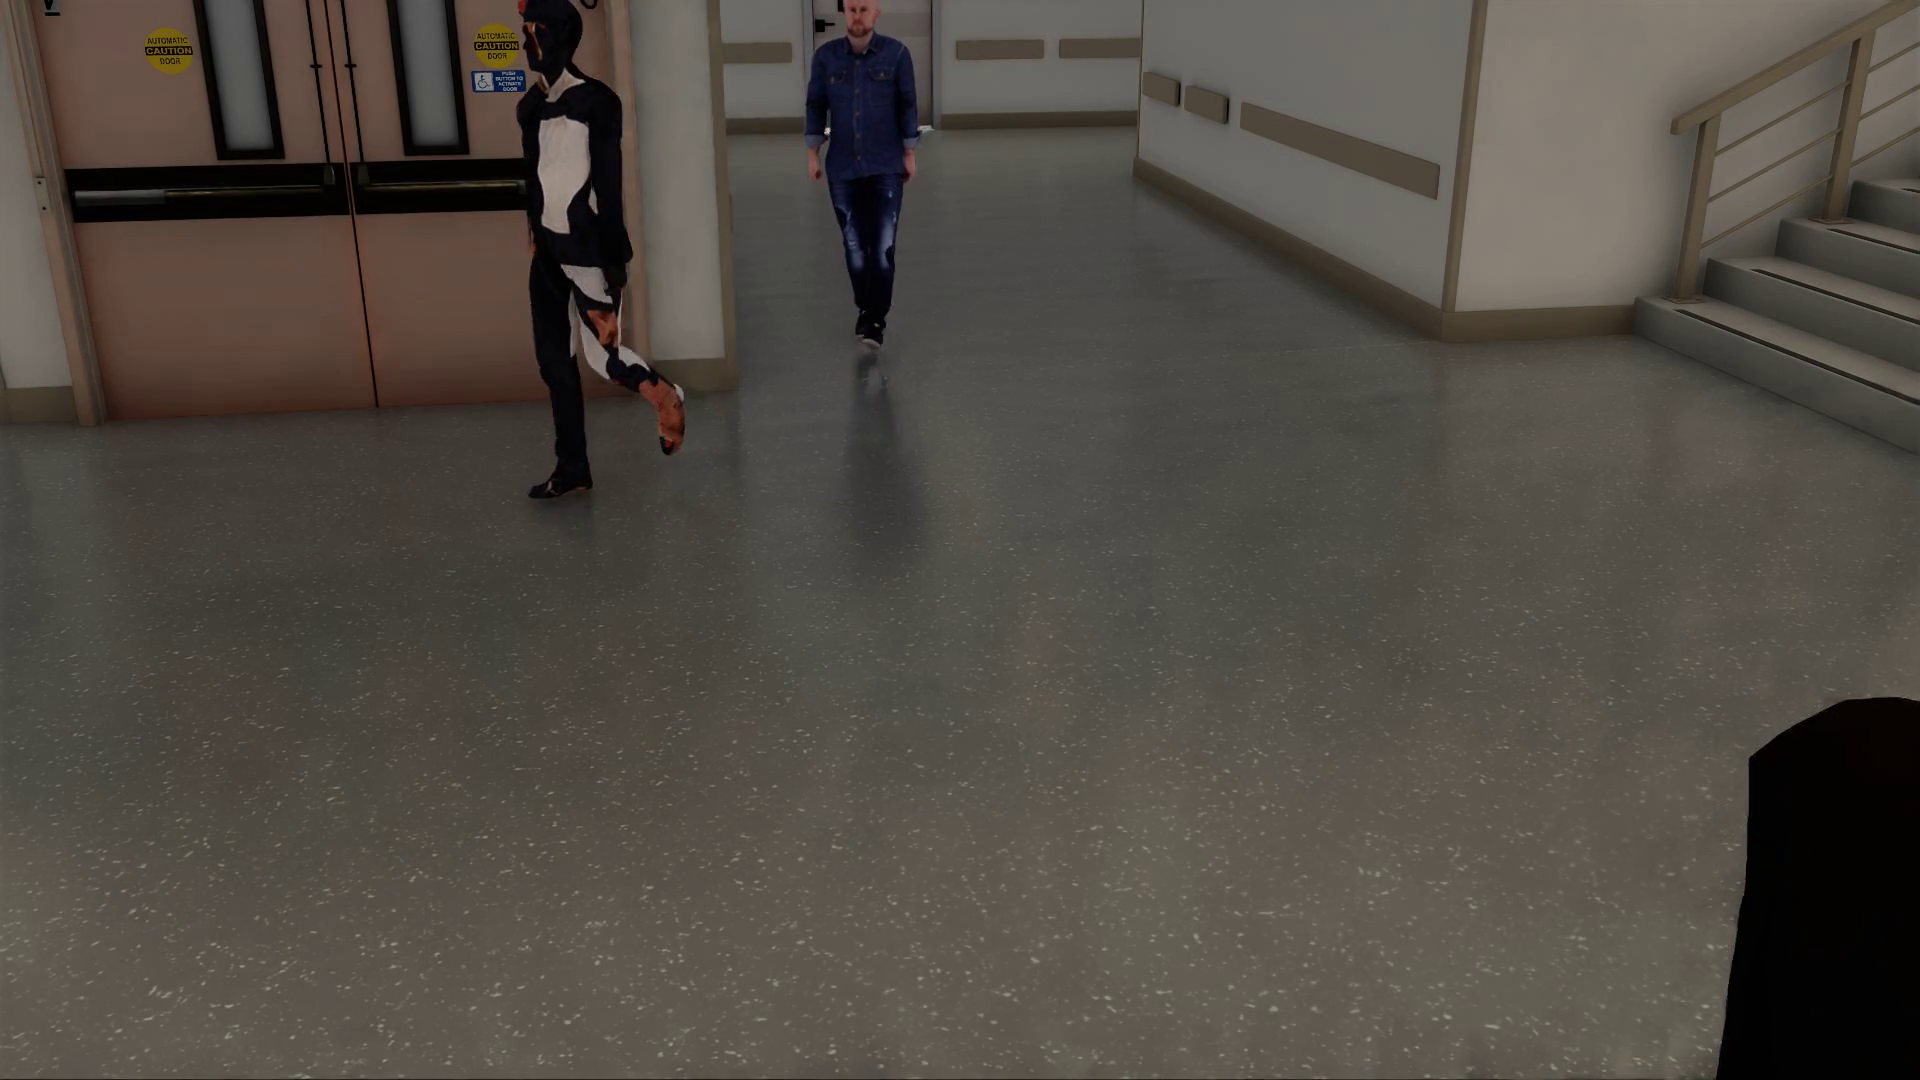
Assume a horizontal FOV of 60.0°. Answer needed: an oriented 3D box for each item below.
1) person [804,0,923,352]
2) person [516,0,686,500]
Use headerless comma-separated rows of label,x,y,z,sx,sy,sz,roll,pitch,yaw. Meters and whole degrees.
person,-0.482,-1.917,8.659,1.096,1.793,1.017,3,21,8
person,-1.396,-1.100,6.383,1.051,1.877,1.098,13,24,31
